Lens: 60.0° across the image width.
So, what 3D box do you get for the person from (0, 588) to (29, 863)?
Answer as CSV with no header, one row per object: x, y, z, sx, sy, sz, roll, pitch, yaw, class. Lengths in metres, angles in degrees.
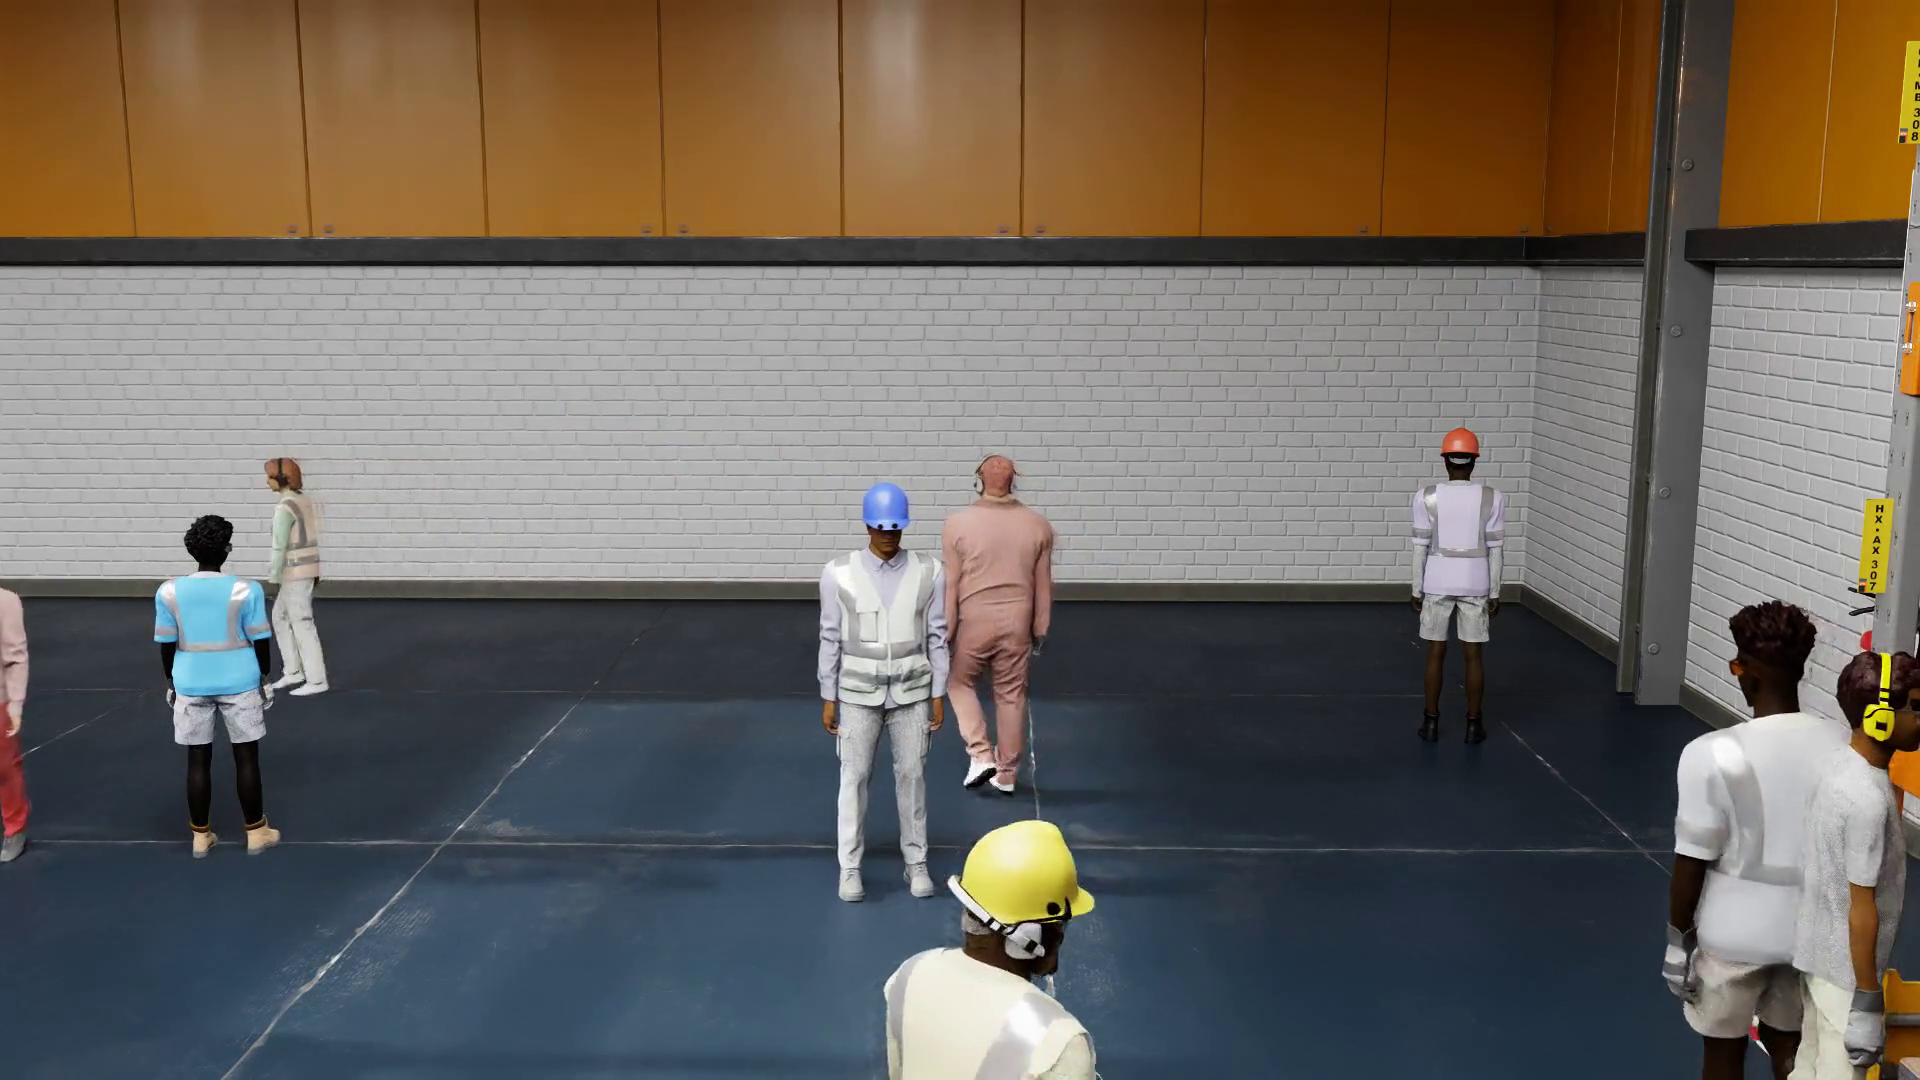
-4.646,0.771,7.822,0.531,1.716,0.889,-3,10,-18,person

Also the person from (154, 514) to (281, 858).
-3.647,0.720,8.188,0.540,1.695,0.317,-1,10,-6,person

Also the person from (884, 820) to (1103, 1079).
0.013,1.467,3.469,0.878,1.798,0.588,-6,11,-34,person

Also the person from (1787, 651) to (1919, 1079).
2.496,1.219,4.686,0.309,1.868,0.534,2,10,14,person

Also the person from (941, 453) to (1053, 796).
0.176,0.467,9.114,0.676,1.890,0.430,-3,10,-18,person

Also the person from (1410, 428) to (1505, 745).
3.013,0.282,10.115,0.543,1.930,0.372,3,10,15,person

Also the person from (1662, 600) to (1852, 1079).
2.379,1.144,4.874,0.627,1.947,0.526,-1,10,-4,person

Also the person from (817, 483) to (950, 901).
-0.346,0.694,7.622,0.608,1.939,0.404,-2,10,-10,person

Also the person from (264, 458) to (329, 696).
-4.536,0.254,11.170,0.561,1.618,0.538,-1,10,-7,person
